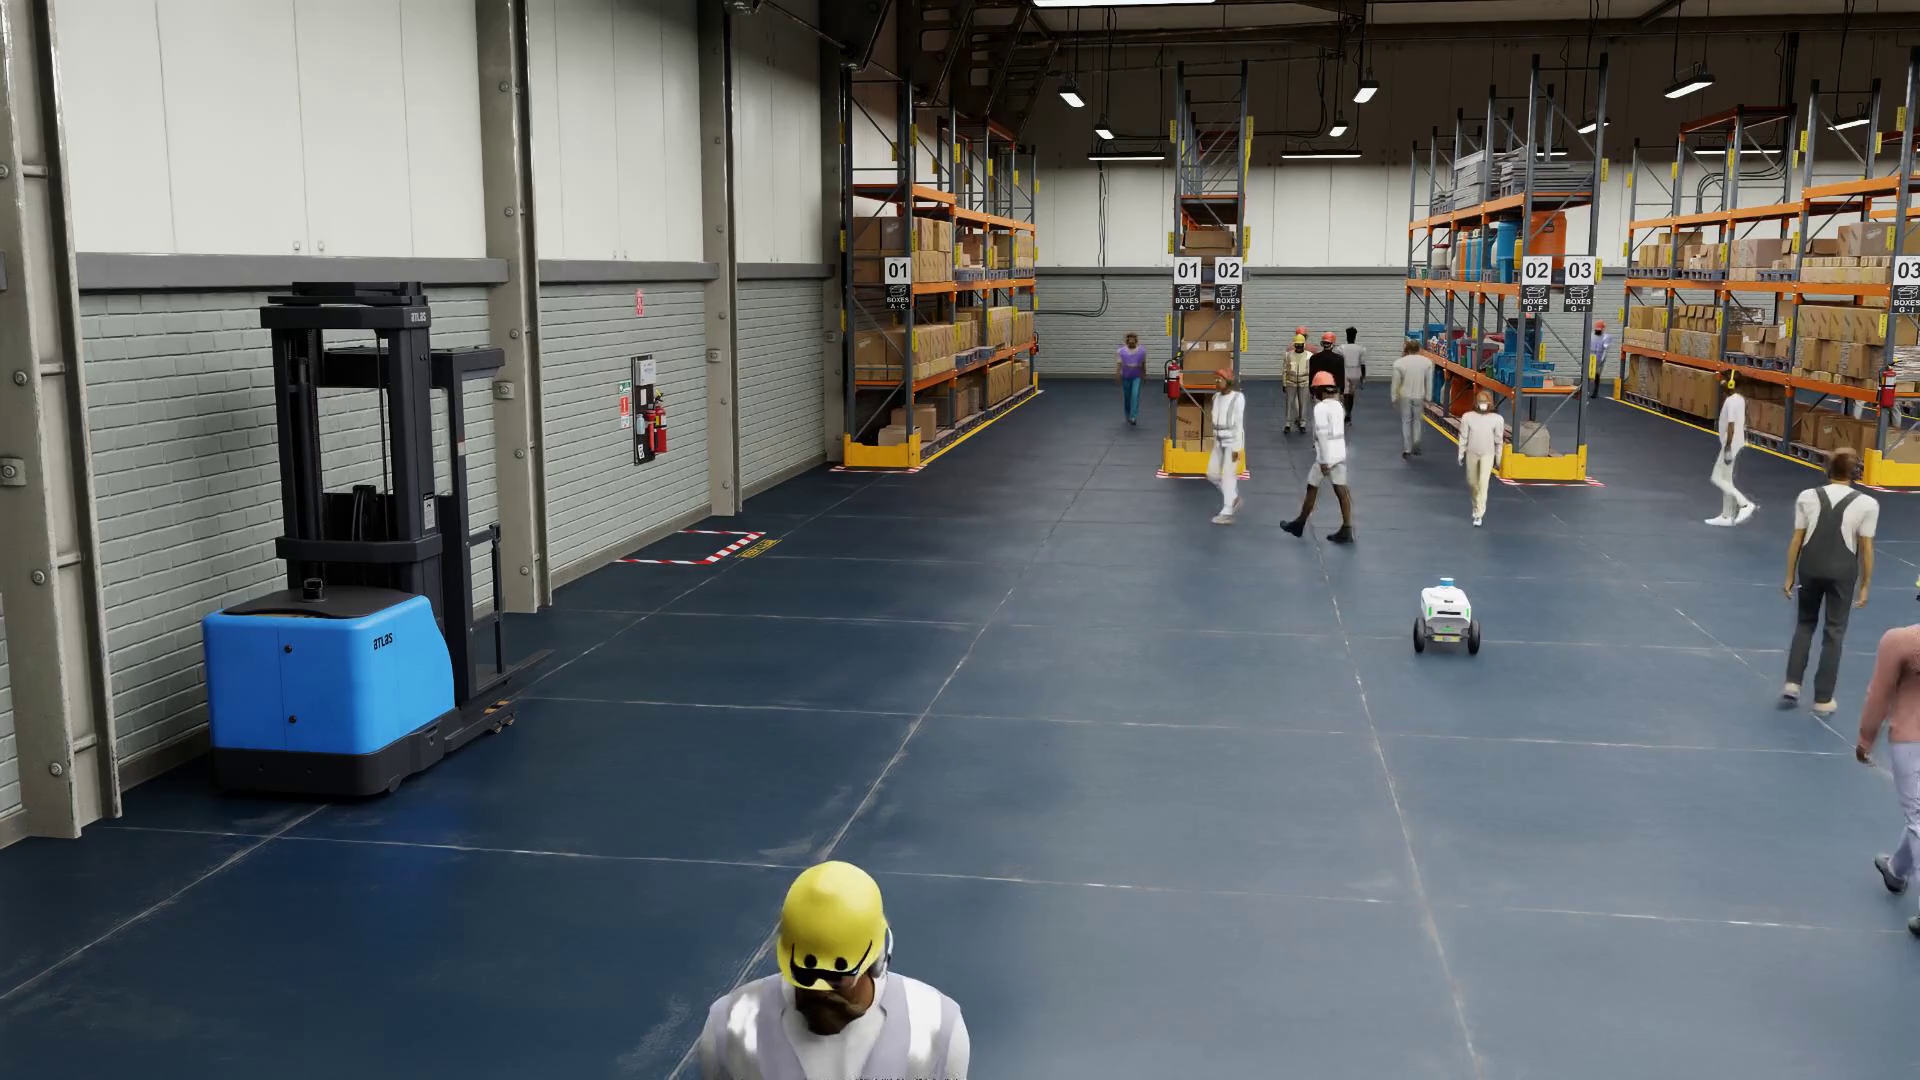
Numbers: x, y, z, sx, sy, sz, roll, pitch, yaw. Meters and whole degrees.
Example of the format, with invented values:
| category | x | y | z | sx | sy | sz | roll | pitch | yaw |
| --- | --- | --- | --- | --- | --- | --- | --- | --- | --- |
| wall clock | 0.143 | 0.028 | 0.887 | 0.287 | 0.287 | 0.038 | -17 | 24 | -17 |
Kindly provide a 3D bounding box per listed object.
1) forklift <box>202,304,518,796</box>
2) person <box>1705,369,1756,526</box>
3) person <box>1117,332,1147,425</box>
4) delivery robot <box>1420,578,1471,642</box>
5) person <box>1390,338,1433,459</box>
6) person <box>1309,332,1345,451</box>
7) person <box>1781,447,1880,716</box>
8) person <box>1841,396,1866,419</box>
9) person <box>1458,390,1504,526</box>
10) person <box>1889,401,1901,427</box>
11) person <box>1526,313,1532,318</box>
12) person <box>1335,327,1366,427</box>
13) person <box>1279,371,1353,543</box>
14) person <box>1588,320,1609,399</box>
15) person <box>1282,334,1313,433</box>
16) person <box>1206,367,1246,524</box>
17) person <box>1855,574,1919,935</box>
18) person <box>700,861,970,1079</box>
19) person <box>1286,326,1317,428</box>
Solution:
| category | x | y | z | sx | sy | sz | roll | pitch | yaw |
| --- | --- | --- | --- | --- | --- | --- | --- | --- | --- |
| forklift | -3.673 | -0.038 | 10.147 | 1.129 | 2.768 | 1.873 | 1 | 9 | 9 |
| person | 9.124 | -1.081 | 19.616 | 0.468 | 1.851 | 0.502 | 7 | 11 | 36 |
| person | 3.405 | -3.224 | 32.981 | 0.576 | 1.813 | 0.912 | 1 | 9 | 6 |
| delivery robot | 3.908 | 0.548 | 13.396 | 0.477 | 0.478 | 0.707 | 2 | 9 | 11 |
| person | 7.256 | -2.283 | 26.801 | 0.660 | 1.923 | 0.473 | 0 | 9 | 0 |
| person | 6.119 | -2.470 | 27.741 | 0.611 | 1.995 | 0.380 | 5 | 10 | 28 |
| person | 5.952 | 0.274 | 11.391 | 0.539 | 1.815 | 0.462 | 7 | 12 | 38 |
| person | 16.788 | -2.923 | 31.182 | 0.627 | 1.780 | 0.995 | 4 | 10 | 24 |
| person | 6.247 | -1.008 | 19.918 | 0.496 | 1.606 | 0.780 | 5 | 10 | 28 |
| person | 16.302 | -2.644 | 29.018 | 0.364 | 1.928 | 0.586 | 4 | 10 | 23 |
| person | 13.692 | -4.489 | 40.223 | 0.616 | 1.987 | 0.406 | -5 | 11 | -30 |
| person | 7.556 | -3.169 | 32.288 | 0.617 | 1.923 | 0.981 | 0 | 9 | 0 |
| person | 4.030 | -0.934 | 18.600 | 0.968 | 1.883 | 0.566 | 9 | 13 | 44 |
| person | 14.940 | -4.232 | 39.081 | 0.556 | 1.869 | 0.971 | 4 | 10 | 24 |
| person | 6.291 | -2.912 | 30.959 | 0.587 | 1.835 | 0.404 | 2 | 9 | 13 |
| person | 3.206 | -1.133 | 19.878 | 0.462 | 1.869 | 0.572 | -6 | 11 | -32 |
| person | 4.459 | 0.912 | 7.705 | 0.543 | 1.711 | 0.895 | 1 | 9 | 5 |
| person | -0.263 | 1.541 | 3.540 | 0.591 | 1.819 | 0.404 | -1 | 9 | -4 |
| person | 6.578 | -3.145 | 32.070 | 0.609 | 1.948 | 1.019 | -1 | 9 | -4 |
